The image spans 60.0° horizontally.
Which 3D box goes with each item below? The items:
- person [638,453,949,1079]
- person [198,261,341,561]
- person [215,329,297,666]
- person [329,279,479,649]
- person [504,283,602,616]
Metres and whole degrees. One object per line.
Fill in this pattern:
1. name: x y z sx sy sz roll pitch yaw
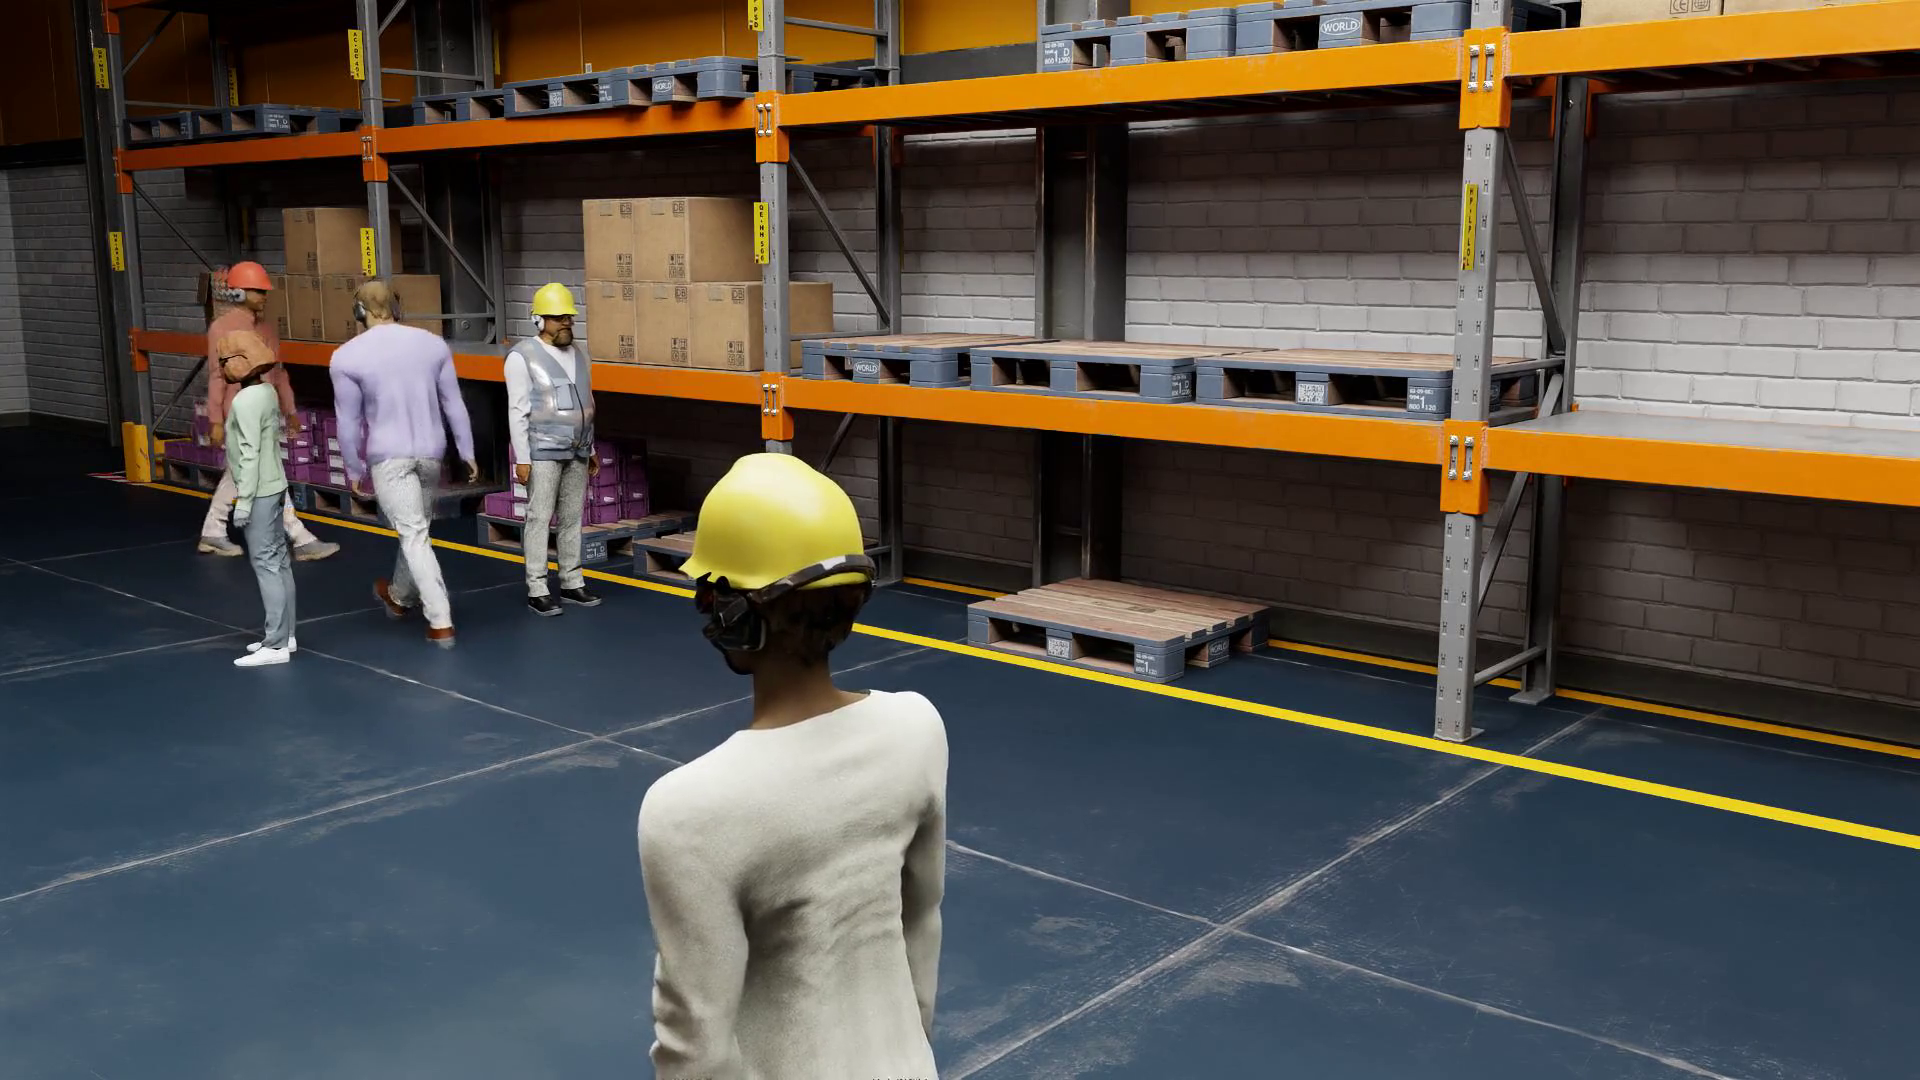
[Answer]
1. person: -0.214 0.768 2.188 0.325 1.769 0.524 8 13 38
2. person: -4.574 -0.828 10.795 1.048 1.939 0.642 1 10 8
3. person: -3.430 -0.206 8.113 0.285 1.633 0.498 -2 10 -10
4. person: -2.895 -0.407 8.629 0.703 1.852 1.051 -10 14 -44
5. person: -2.233 -0.505 9.248 0.404 1.830 0.599 6 12 32
